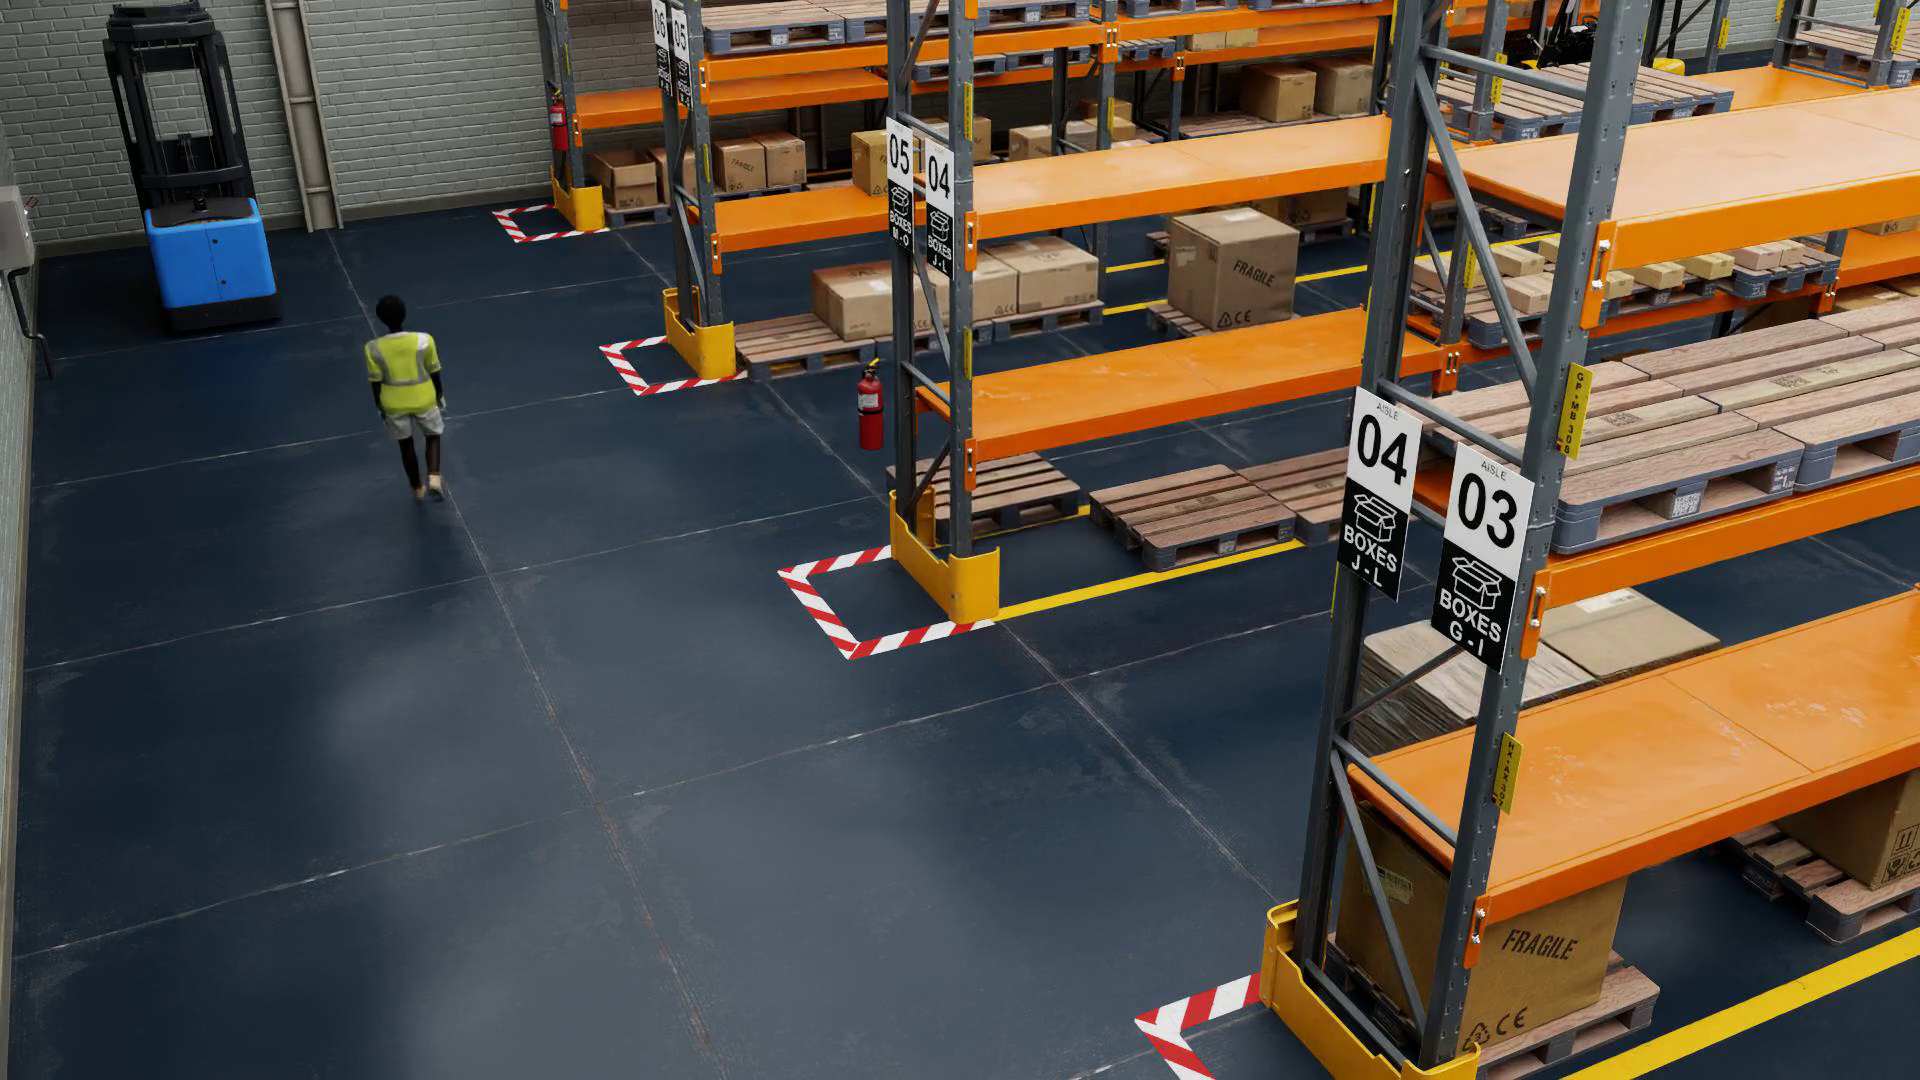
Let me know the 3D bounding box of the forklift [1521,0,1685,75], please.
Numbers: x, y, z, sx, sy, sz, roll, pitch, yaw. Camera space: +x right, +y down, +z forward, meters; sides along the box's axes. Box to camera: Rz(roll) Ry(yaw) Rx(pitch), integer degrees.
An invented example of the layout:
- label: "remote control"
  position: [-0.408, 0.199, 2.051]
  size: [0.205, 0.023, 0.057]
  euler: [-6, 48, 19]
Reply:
- label: "forklift"
  position: [8.950, -6.807, 23.056]
  size: [1.214, 2.155, 2.313]
  euler: [-12, 30, -22]

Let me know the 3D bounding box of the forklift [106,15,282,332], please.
- label: "forklift"
  position: [-7.548, -3.672, 16.323]
  size: [1.129, 2.768, 1.873]
  euler: [-12, 30, -22]

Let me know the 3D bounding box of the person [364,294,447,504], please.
- label: "person"
  position: [-4.140, -1.018, 12.500]
  size: [0.542, 1.684, 0.461]
  euler: [-8, 29, -15]
